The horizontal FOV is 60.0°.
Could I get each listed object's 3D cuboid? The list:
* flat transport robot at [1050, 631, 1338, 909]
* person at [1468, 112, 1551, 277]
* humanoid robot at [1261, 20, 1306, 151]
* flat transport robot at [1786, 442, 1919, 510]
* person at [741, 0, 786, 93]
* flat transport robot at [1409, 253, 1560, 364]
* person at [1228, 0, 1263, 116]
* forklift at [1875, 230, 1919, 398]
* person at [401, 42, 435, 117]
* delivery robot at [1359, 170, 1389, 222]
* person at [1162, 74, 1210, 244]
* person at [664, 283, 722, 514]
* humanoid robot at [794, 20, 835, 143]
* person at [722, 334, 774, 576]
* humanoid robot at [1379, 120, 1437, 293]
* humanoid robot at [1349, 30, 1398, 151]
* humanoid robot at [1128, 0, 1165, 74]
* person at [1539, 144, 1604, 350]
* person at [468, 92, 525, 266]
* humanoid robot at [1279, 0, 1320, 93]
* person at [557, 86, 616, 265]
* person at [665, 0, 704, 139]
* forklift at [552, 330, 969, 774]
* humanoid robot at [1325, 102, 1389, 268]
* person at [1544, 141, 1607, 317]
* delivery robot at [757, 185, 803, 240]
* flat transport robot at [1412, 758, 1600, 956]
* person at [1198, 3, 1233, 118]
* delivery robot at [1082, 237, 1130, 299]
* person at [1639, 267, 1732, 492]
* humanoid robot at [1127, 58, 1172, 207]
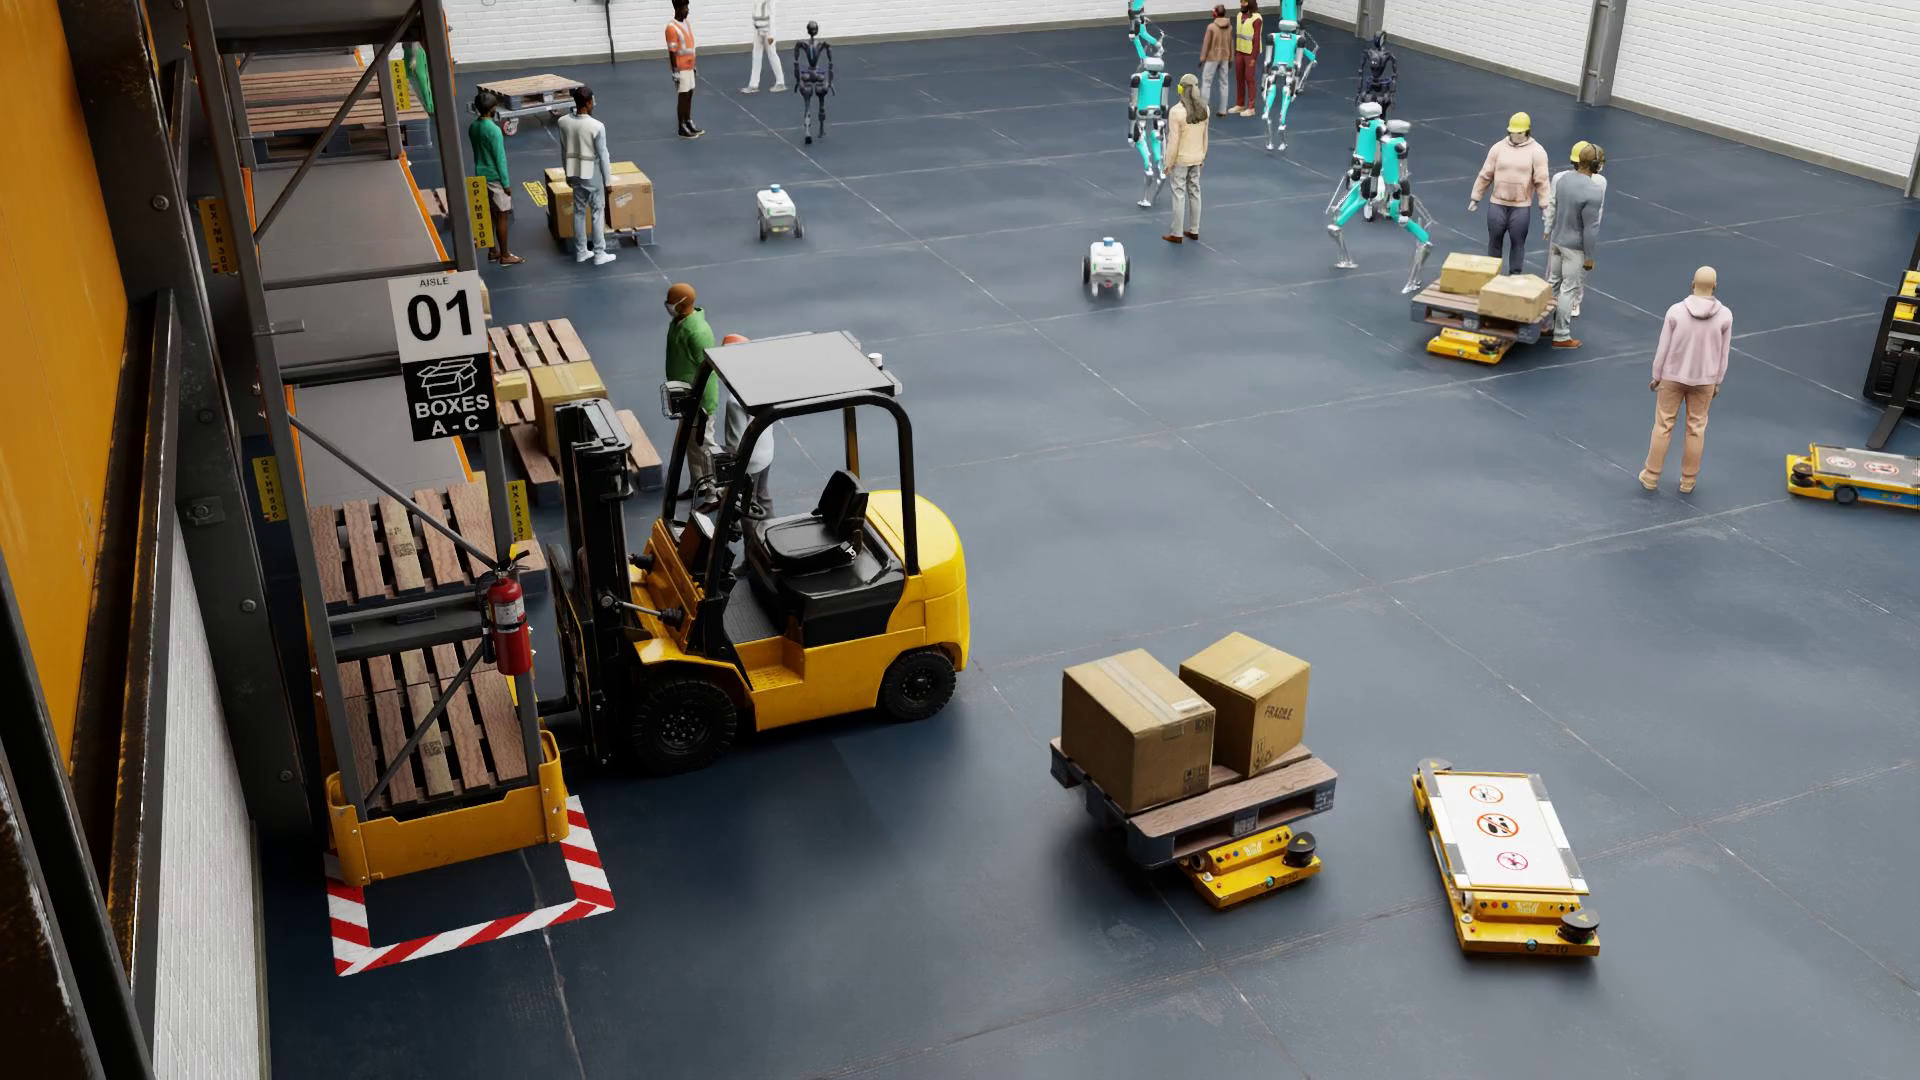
[{"bbox_3d":[1.263,1.455,9.093,0.659,0.231,1.431,-13,29,-24],"label":"flat transport robot"},{"bbox_3d":[5.689,-3.492,17.172,0.820,1.853,0.435,15,30,27],"label":"person"},{"bbox_3d":[4.295,-6.033,22.389,0.544,1.777,0.909,7,28,14],"label":"humanoid robot"},{"bbox_3d":[7.202,-0.448,12.879,1.431,0.231,0.659,11,29,20],"label":"flat transport robot"},{"bbox_3d":[-3.097,-7.952,26.061,0.703,1.866,0.591,-21,33,-35],"label":"person"},{"bbox_3d":[5.070,-2.045,16.055,0.659,0.231,1.431,17,31,30],"label":"flat transport robot"},{"bbox_3d":[4.255,-7.193,24.638,0.381,1.764,0.480,-17,32,-31],"label":"person"},{"bbox_3d":[9.029,-2.397,14.618,1.214,2.155,2.313,18,32,32],"label":"forklift"},{"bbox_3d":[-8.114,-7.102,24.378,0.631,1.822,0.546,-16,31,-29],"label":"person"},{"bbox_3d":[5.031,-4.123,19.878,0.499,0.601,0.788,-5,27,-10],"label":"delivery robot"},{"bbox_3d":[2.549,-4.280,18.715,0.562,1.875,0.390,-16,31,-28],"label":"person"},{"bbox_3d":[-1.995,-1.059,12.411,0.384,1.781,0.550,-15,30,-27],"label":"person"},{"bbox_3d":[-2.043,-6.379,23.167,0.583,1.654,0.743,1,27,3],"label":"humanoid robot"},{"bbox_3d":[-1.479,-0.588,11.521,0.351,1.739,0.572,8,28,15],"label":"person"},{"bbox_3d":[4.689,-3.451,17.244,0.805,1.808,0.568,-5,27,-10],"label":"humanoid robot"},{"bbox_3d":[5.653,-6.072,22.546,0.602,1.623,0.774,19,32,32],"label":"humanoid robot"},{"bbox_3d":[2.982,-8.154,26.592,0.826,1.801,0.544,12,29,23],"label":"humanoid robot"},{"bbox_3d":[5.744,-2.748,15.608,0.362,1.932,0.627,-6,27,-12],"label":"person"},{"bbox_3d":[-5.061,-3.889,17.975,0.496,1.843,0.404,21,34,36],"label":"person"},{"bbox_3d":[5.298,-7.754,25.885,0.765,1.872,0.542,-14,30,-25],"label":"humanoid robot"},{"bbox_3d":[-4.033,-3.925,17.975,0.598,1.909,0.400,11,29,21],"label":"person"},{"bbox_3d":[-3.867,-6.642,23.325,0.389,1.959,0.608,7,27,13],"label":"person"},{"bbox_3d":[-1.094,0.010,9.831,2.313,2.155,1.214,-10,28,-20],"label":"forklift"},{"bbox_3d":[4.160,-3.755,17.832,0.664,1.815,0.537,-8,28,-15],"label":"humanoid robot"},{"bbox_3d":[6.044,-3.072,16.443,0.525,1.753,0.362,12,29,23],"label":"person"},{"bbox_3d":[-2.121,-3.802,19.217,0.499,0.582,0.773,-7,28,-13],"label":"delivery robot"},{"bbox_3d":[2.835,1.637,8.731,0.659,0.231,1.431,2,27,3],"label":"flat transport robot"},{"bbox_3d":[3.763,-7.018,24.414,0.527,1.641,0.381,-12,29,-23],"label":"person"},{"bbox_3d":[1.536,-2.857,17.342,0.499,0.585,0.775,1,27,2],"label":"delivery robot"},{"bbox_3d":[5.555,-1.209,12.708,0.522,1.781,0.406,7,28,14],"label":"person"},{"bbox_3d":[2.335,-4.829,19.983,0.550,1.816,0.669,-10,28,-19],"label":"humanoid robot"}]
